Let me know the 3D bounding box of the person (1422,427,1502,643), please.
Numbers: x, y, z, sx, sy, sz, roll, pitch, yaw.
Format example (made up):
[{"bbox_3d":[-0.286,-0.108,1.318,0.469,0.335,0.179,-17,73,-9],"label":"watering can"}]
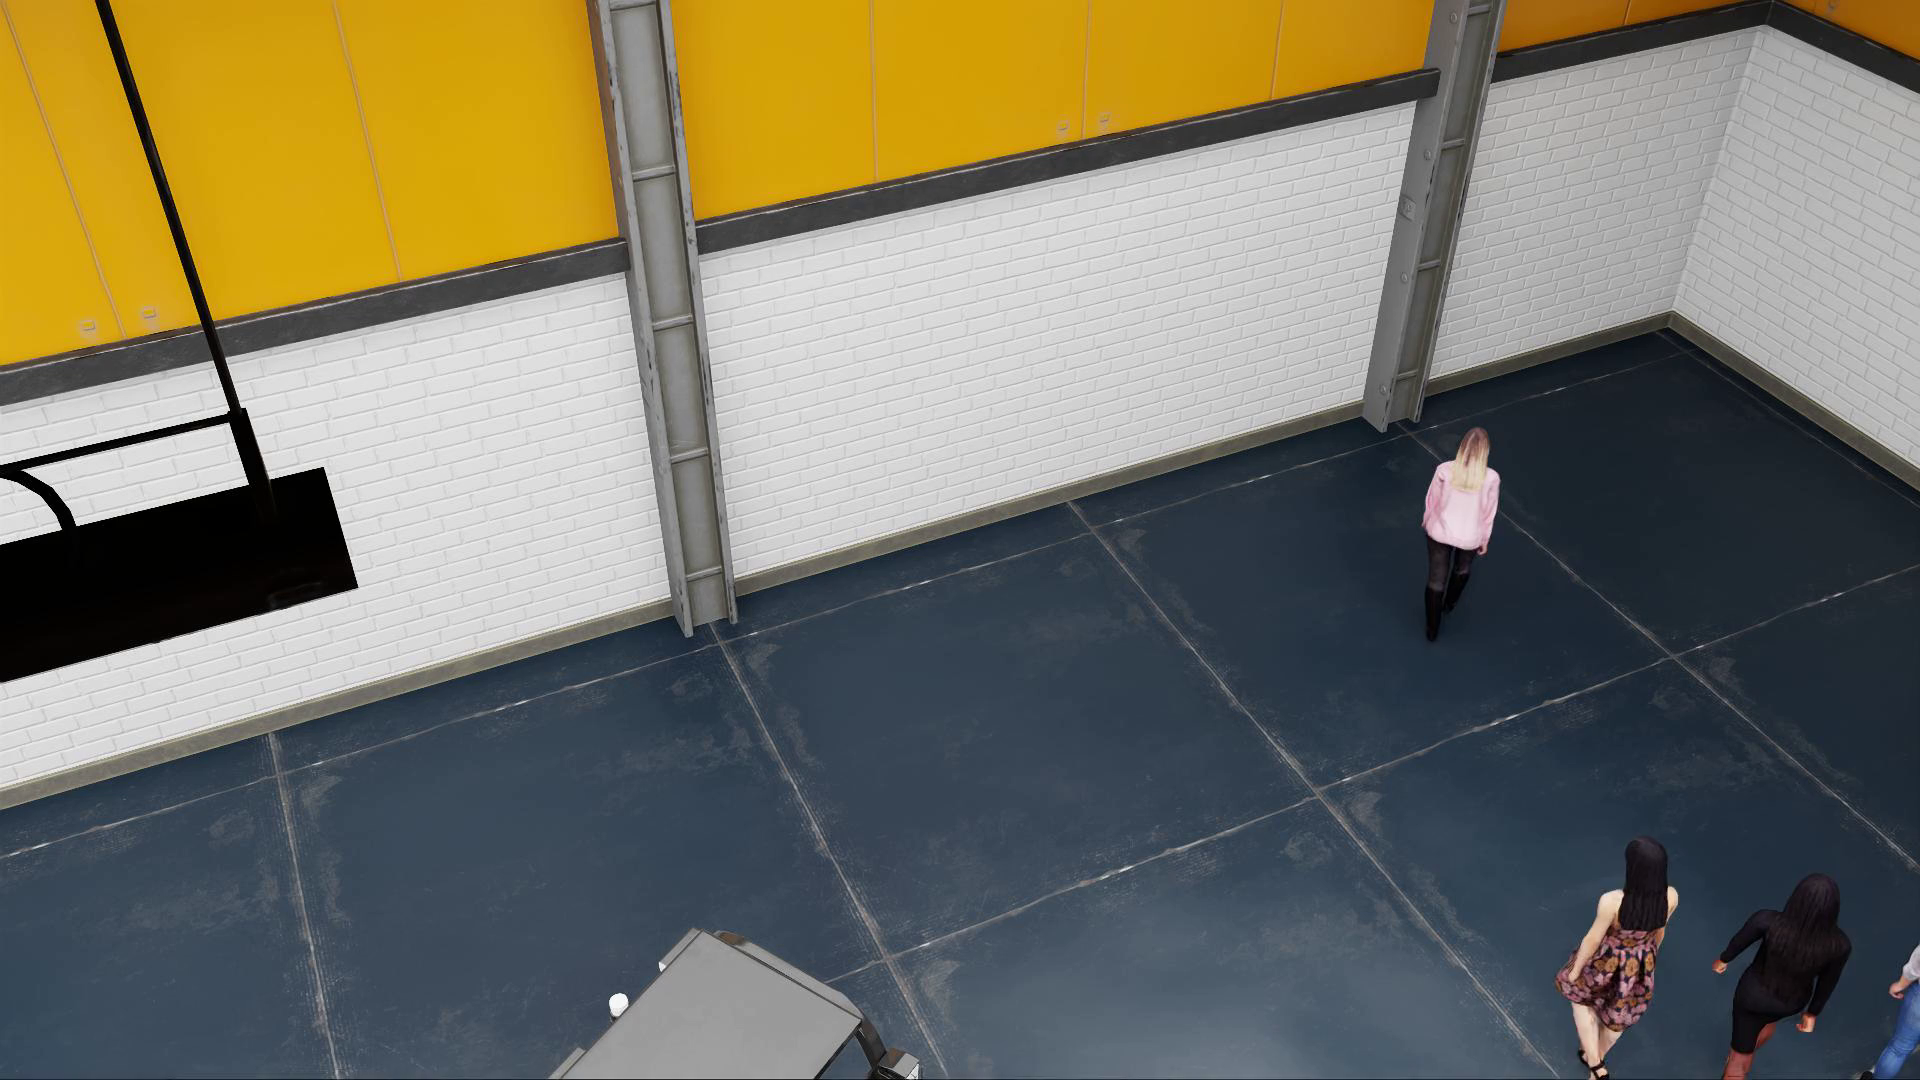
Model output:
[{"bbox_3d":[3.359,0.010,11.310,0.894,1.671,0.953,13,40,15],"label":"person"}]

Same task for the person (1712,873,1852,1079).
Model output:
[{"bbox_3d":[4.069,2.376,8.333,0.982,1.690,1.029,8,39,10],"label":"person"}]

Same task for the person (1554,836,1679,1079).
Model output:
[{"bbox_3d":[3.343,2.239,8.445,0.827,1.764,0.867,3,39,3],"label":"person"}]

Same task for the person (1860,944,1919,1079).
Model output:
[{"bbox_3d":[4.969,2.362,8.397,0.674,1.632,0.705,18,42,21],"label":"person"}]
